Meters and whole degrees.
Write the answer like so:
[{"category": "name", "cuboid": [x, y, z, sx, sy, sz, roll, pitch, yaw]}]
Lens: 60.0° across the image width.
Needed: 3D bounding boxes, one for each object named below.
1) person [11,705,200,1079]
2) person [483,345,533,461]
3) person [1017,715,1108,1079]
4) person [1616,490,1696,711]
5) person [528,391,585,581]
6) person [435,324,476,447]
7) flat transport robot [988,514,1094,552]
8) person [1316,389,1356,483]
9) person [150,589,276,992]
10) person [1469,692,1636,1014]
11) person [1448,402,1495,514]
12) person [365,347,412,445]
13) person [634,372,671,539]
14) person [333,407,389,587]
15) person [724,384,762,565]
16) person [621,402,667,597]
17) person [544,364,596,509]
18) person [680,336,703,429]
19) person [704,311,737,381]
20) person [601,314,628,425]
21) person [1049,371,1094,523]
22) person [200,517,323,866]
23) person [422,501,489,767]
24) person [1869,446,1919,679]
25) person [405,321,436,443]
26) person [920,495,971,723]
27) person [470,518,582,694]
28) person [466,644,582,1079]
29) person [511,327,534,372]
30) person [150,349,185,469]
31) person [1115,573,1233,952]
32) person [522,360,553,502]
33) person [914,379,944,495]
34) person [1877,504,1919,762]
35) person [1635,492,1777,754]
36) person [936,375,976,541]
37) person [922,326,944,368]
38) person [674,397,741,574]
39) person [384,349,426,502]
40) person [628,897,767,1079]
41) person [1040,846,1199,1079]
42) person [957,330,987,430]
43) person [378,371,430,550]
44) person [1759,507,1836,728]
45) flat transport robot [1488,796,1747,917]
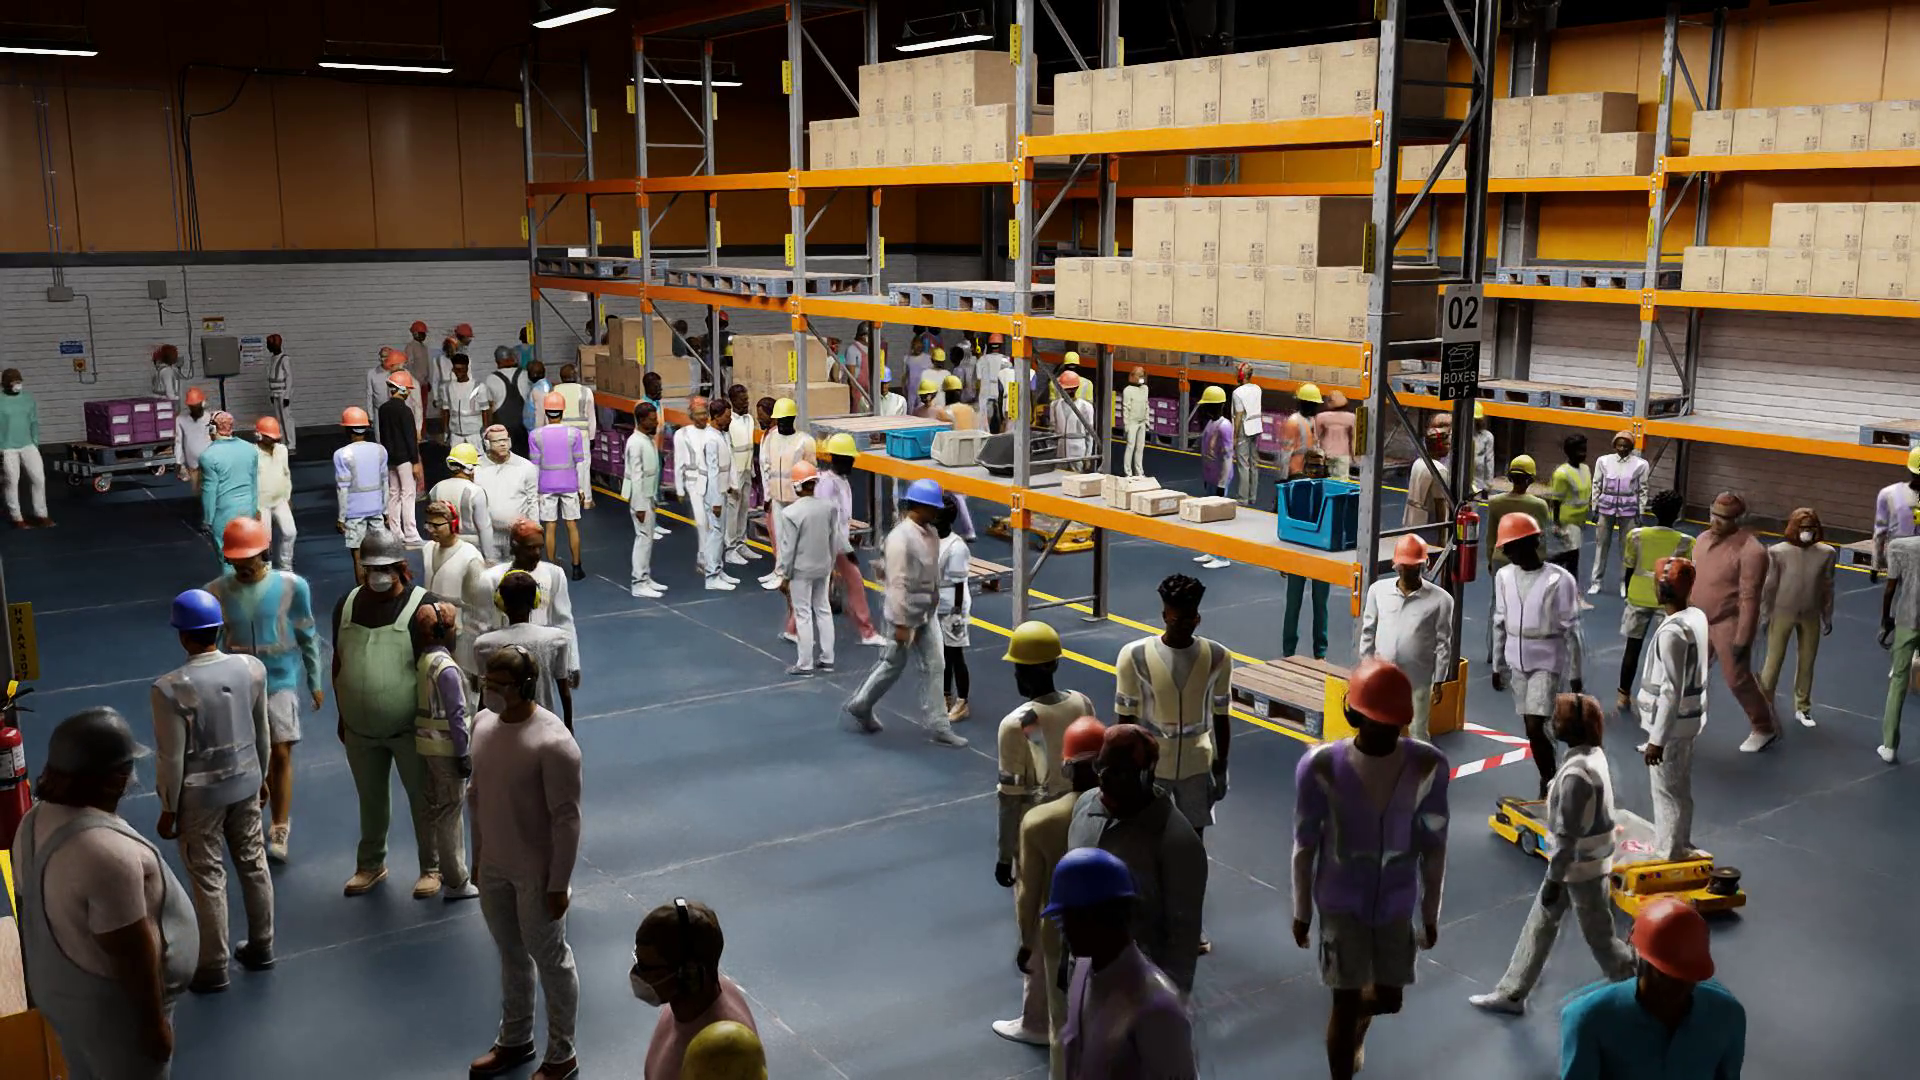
[{"category": "person", "cuboid": [-2.959, 1.562, 5.858, 0.680, 2.000, 0.537, 9, 14, 39]}, {"category": "person", "cuboid": [-5.924, -1.577, 21.921, 0.699, 2.000, 0.636, -5, 12, -23]}, {"category": "person", "cuboid": [0.503, 1.555, 6.642, 0.570, 1.747, 0.344, -2, 11, -11]}, {"category": "person", "cuboid": [5.188, 0.468, 12.374, 0.537, 1.690, 0.325, 8, 13, 35]}, {"category": "person", "cuboid": [-4.072, -0.535, 16.854, 0.543, 1.939, 0.359, -3, 11, -13]}, {"category": "person", "cuboid": [-7.974, -2.443, 26.500, 1.017, 1.987, 0.631, 1, 11, 4]}, {"category": "flat transport robot", "cuboid": [0.986, -0.097, 18.891, 0.652, 0.197, 1.431, -7, 13, -33]}, {"category": "person", "cuboid": [4.573, -1.039, 20.268, 0.527, 1.612, 0.515, 2, 11, 10]}, {"category": "person", "cuboid": [-3.579, 1.192, 7.988, 0.390, 1.946, 0.614, 6, 13, 28]}, {"category": "person", "cuboid": [2.818, 1.465, 7.487, 0.863, 1.598, 0.522, 4, 12, 22]}, {"category": "person", "cuboid": [5.470, -0.616, 17.812, 0.491, 1.730, 0.554, 1, 11, 5]}, {"category": "person", "cuboid": [-7.854, -1.709, 22.938, 0.639, 1.911, 0.406, -3, 12, -17]}, {"category": "person", "cuboid": [-3.574, -0.982, 19.192, 0.383, 1.918, 0.591, 2, 11, 9]}, {"category": "person", "cuboid": [-5.595, -0.276, 15.532, 0.368, 1.935, 0.552, 8, 14, 35]}, {"category": "person", "cuboid": [-2.376, -0.712, 17.807, 0.391, 1.920, 0.593, 4, 12, 21]}, {"category": "person", "cuboid": [-3.104, -0.399, 16.244, 0.393, 1.910, 0.602, 0, 11, 2]}, {"category": "person", "cuboid": [-4.910, -1.298, 21.016, 0.624, 1.841, 0.430, -1, 11, -6]}, {"category": "person", "cuboid": [-4.176, -2.241, 25.850, 0.338, 1.839, 0.508, 7, 13, 31]}, {"category": "person", "cuboid": [-4.165, -2.994, 29.166, 0.615, 2.041, 0.385, 0, 11, -2]}, {"category": "person", "cuboid": [-6.164, -3.017, 29.508, 0.607, 1.957, 0.365, 9, 14, 38]}, {"category": "person", "cuboid": [1.267, -0.991, 19.197, 0.547, 1.934, 0.376, 5, 12, 26]}, {"category": "person", "cuboid": [-4.039, 0.866, 9.530, 0.640, 1.990, 1.019, -2, 11, -11]}, {"category": "person", "cuboid": [-3.365, 0.632, 11.155, 0.569, 1.836, 0.382, 9, 14, 40]}, {"category": "person", "cuboid": [7.611, 0.179, 13.273, 0.628, 1.901, 0.493, 8, 13, 34]}, {"category": "person", "cuboid": [-8.851, -2.589, 27.265, 0.412, 1.986, 0.610, 2, 11, 8]}, {"category": "person", "cuboid": [-0.107, 0.497, 12.218, 0.322, 1.692, 0.533, -7, 13, -31]}, {"category": "person", "cuboid": [-2.656, 0.788, 10.282, 0.618, 1.851, 0.791, -10, 15, -41]}, {"category": "person", "cuboid": [-1.853, 1.387, 7.039, 0.631, 1.931, 0.372, 8, 13, 34]}, {"category": "person", "cuboid": [-7.225, -2.635, 27.840, 0.507, 1.846, 0.346, -2, 11, -11]}, {"category": "person", "cuboid": [-11.650, -1.919, 24.406, 0.336, 1.753, 0.564, 2, 11, 9]}, {"category": "person", "cuboid": [1.073, 1.118, 8.354, 0.605, 1.958, 0.372, -1, 11, -5]}, {"category": "person", "cuboid": [-5.456, -1.414, 21.609, 0.430, 1.840, 0.624, -1, 11, -4]}, {"category": "person", "cuboid": [-0.371, -1.059, 20.003, 0.518, 1.756, 0.344, 9, 14, 37]}, {"category": "person", "cuboid": [6.495, 0.595, 11.232, 0.518, 1.877, 0.326, 7, 13, 31]}, {"category": "person", "cuboid": [5.235, 0.576, 11.400, 0.995, 1.854, 0.642, -3, 11, -16]}, {"category": "person", "cuboid": [-0.103, -0.935, 19.034, 0.869, 1.887, 0.592, 9, 14, 38]}, {"category": "person", "cuboid": [-0.491, -3.129, 30.384, 0.430, 1.841, 0.620, 7, 13, 30]}, {"category": "person", "cuboid": [-2.586, -0.532, 17.018, 0.618, 1.871, 0.558, -7, 13, -31]}, {"category": "person", "cuboid": [-7.210, -1.476, 21.533, 0.623, 1.989, 0.402, 7, 13, 33]}, {"category": "person", "cuboid": [-0.681, 1.882, 4.524, 0.378, 1.931, 0.625, -3, 11, -16]}, {"category": "person", "cuboid": [0.525, 1.850, 4.770, 0.432, 1.898, 0.777, -5, 12, -22]}, {"category": "person", "cuboid": [0.175, -2.724, 27.981, 0.607, 1.966, 0.367, -9, 14, -40]}, {"category": "person", "cuboid": [-6.203, -0.887, 18.531, 0.611, 1.986, 0.392, 9, 14, 39]}, {"category": "person", "cuboid": [6.057, 0.560, 12.065, 0.501, 1.623, 0.292, 1, 11, 6]}, {"category": "flat transport robot", "cuboid": [3.687, 1.751, 9.434, 0.652, 0.197, 1.431, -3, 11, -15]}]
